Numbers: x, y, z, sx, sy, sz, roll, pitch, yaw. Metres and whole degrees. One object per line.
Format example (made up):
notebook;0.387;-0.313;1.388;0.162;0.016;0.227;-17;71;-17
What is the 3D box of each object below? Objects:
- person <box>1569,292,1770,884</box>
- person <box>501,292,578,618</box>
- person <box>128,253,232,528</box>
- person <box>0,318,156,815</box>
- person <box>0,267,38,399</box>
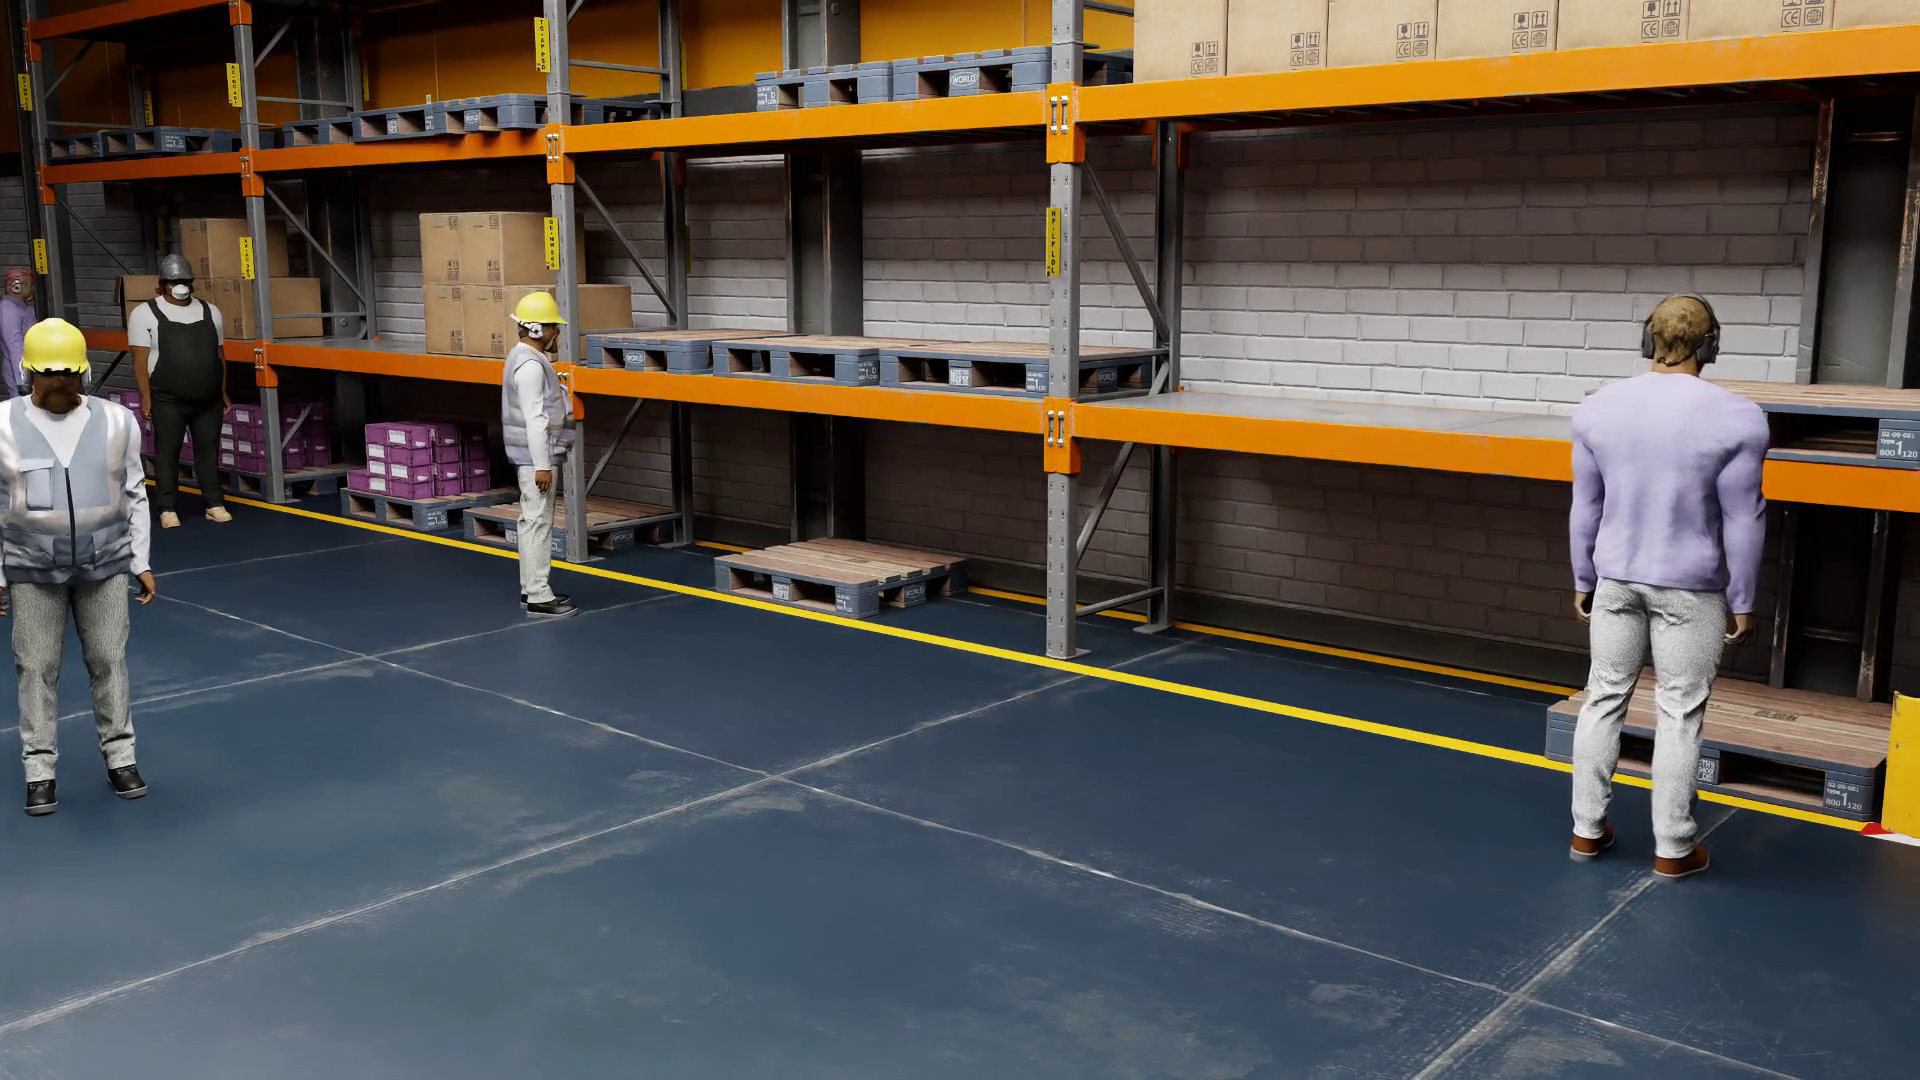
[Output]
person;2.311;0.157;5.499;0.628;1.931;0.357;9;14;43
person;-2.372;-0.480;9.412;0.404;1.827;0.601;-3;11;-19
person;-5.782;-1.118;12.448;0.538;2.000;0.690;10;14;43
person;-3.307;0.092;6.175;0.588;1.823;0.403;-7;12;-35
person;-8.131;-1.411;14.499;0.409;1.908;0.639;-5;11;-26
